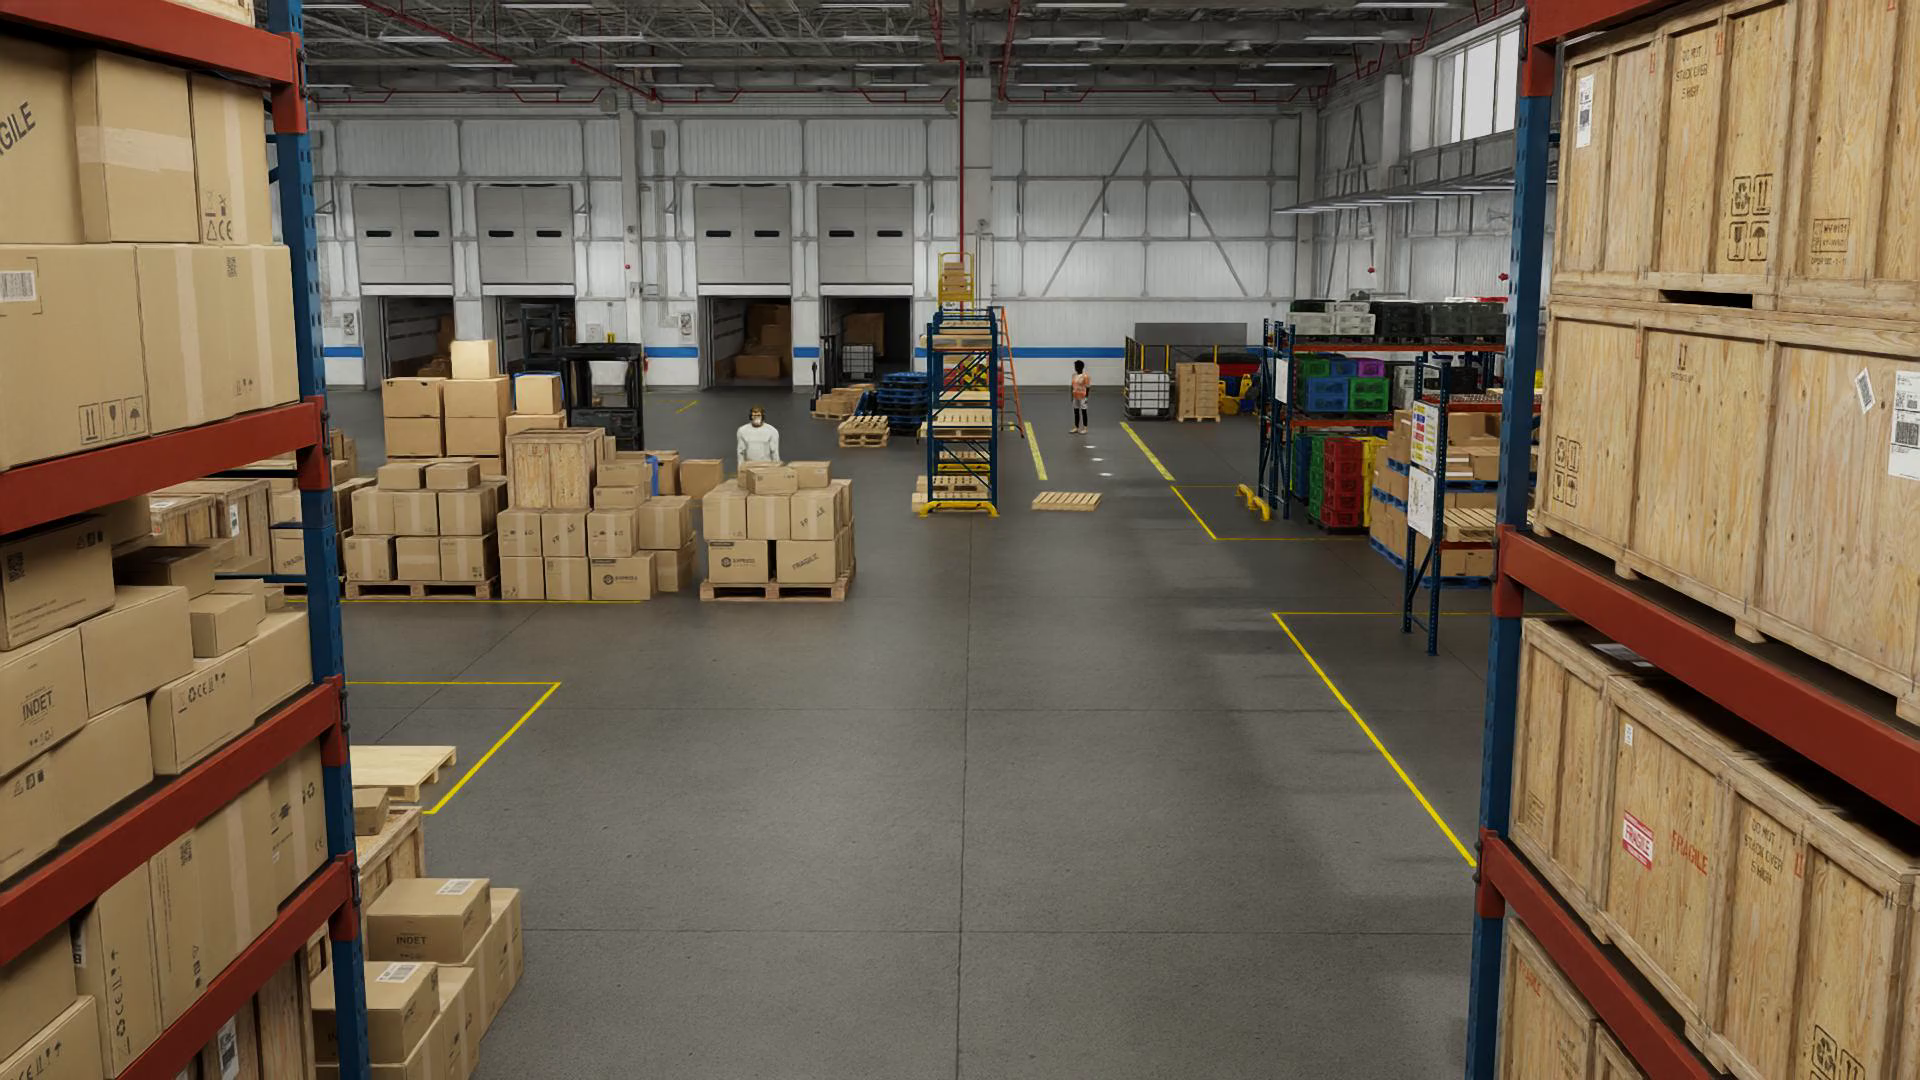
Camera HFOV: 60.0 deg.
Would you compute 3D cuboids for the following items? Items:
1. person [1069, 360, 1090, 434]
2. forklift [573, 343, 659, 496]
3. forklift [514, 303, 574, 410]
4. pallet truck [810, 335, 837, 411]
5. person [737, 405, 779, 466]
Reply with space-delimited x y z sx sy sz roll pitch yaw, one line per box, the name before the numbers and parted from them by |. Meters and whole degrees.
person | 2.733 -3.247 37.866 0.324 1.690 0.536 -9 13 -42
forklift | -5.085 -1.475 24.210 1.129 2.768 1.873 0 10 1
forklift | -10.721 -4.667 42.626 1.129 2.768 1.873 0 10 1
pallet truck | -3.021 -4.312 43.126 1.885 1.965 0.823 3 10 17
person | -2.947 -1.013 24.319 0.623 1.932 0.373 1 10 7
